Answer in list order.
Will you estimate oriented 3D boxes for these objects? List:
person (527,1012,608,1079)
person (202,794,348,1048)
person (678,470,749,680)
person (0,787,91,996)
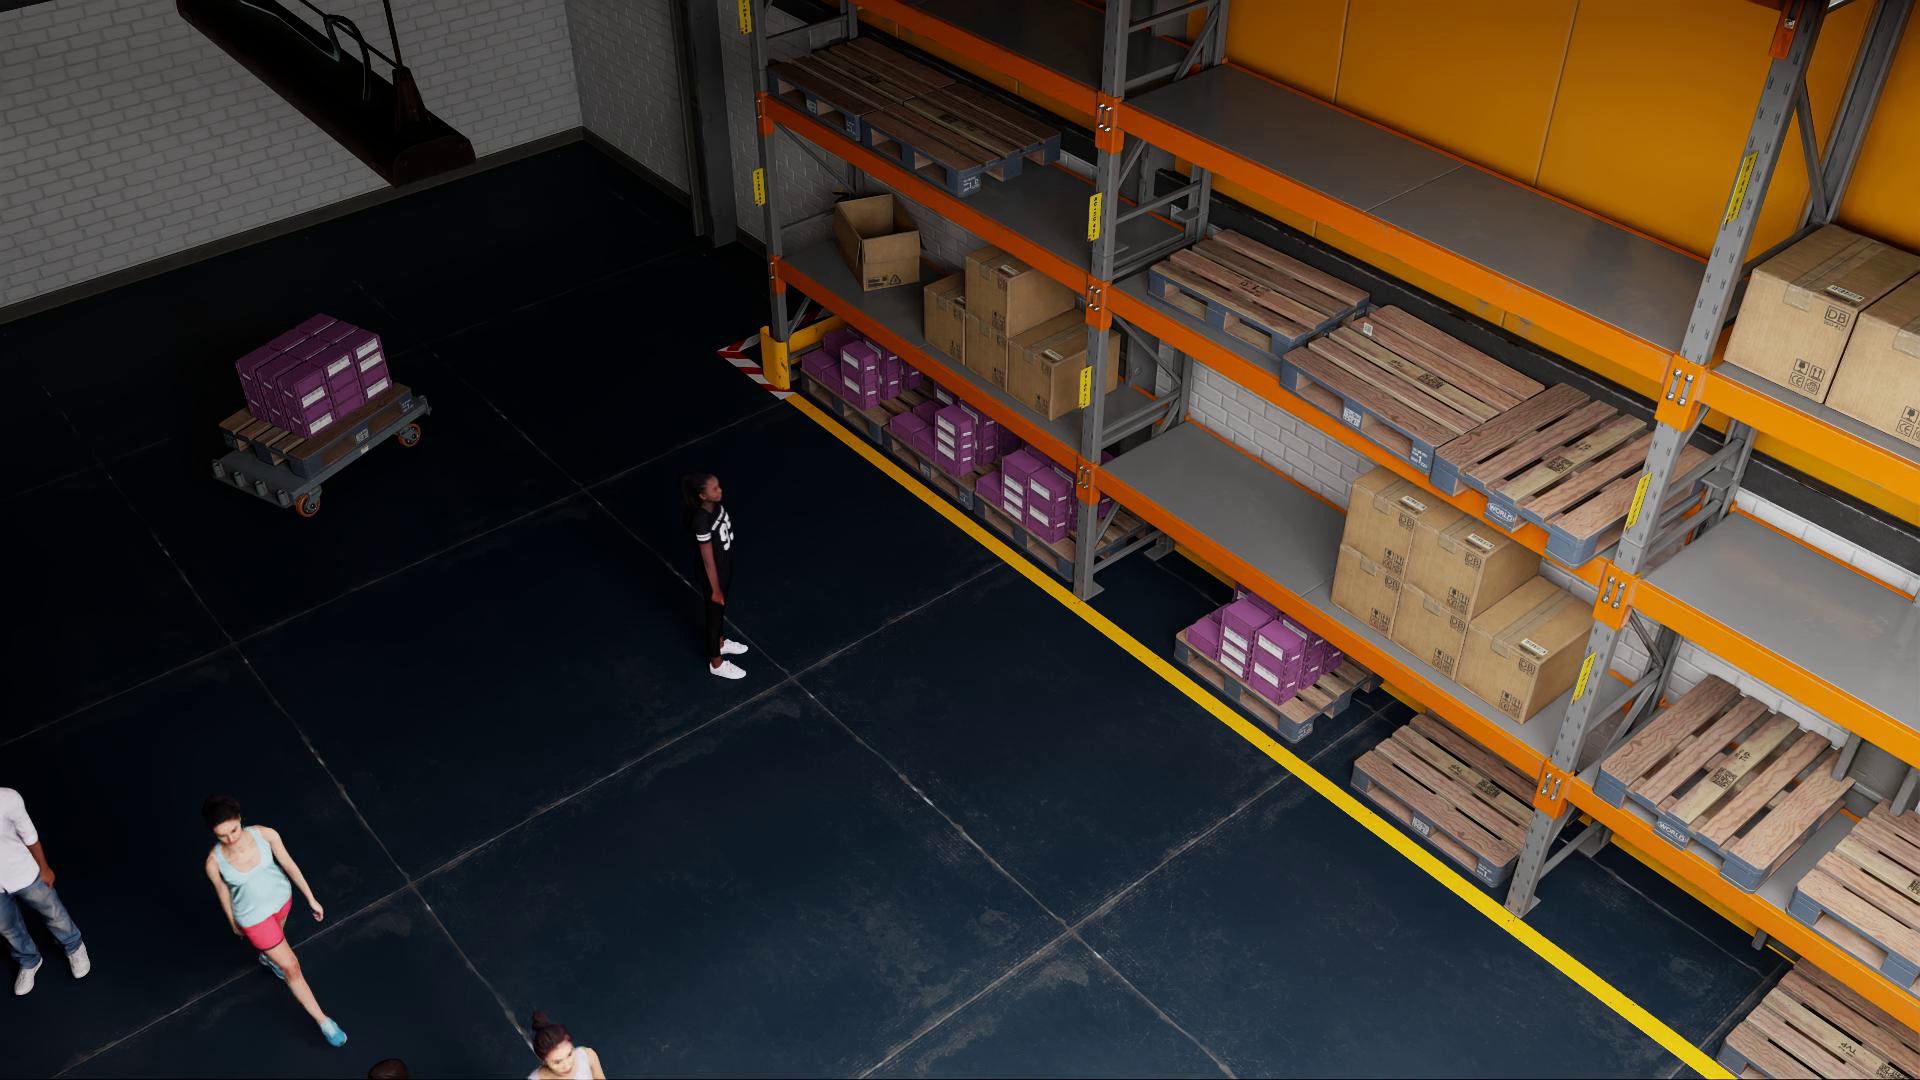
[{"bbox_3d":[-2.031,2.947,8.530,0.615,1.564,1.035,-30,47,-32],"label":"person"},{"bbox_3d":[-4.004,2.067,9.513,1.241,1.713,0.736,28,46,31],"label":"person"},{"bbox_3d":[-1.742,0.221,11.813,0.776,1.728,0.704,0,39,0],"label":"person"},{"bbox_3d":[-5.536,1.900,9.640,0.719,1.816,0.703,-12,40,-15],"label":"person"}]
